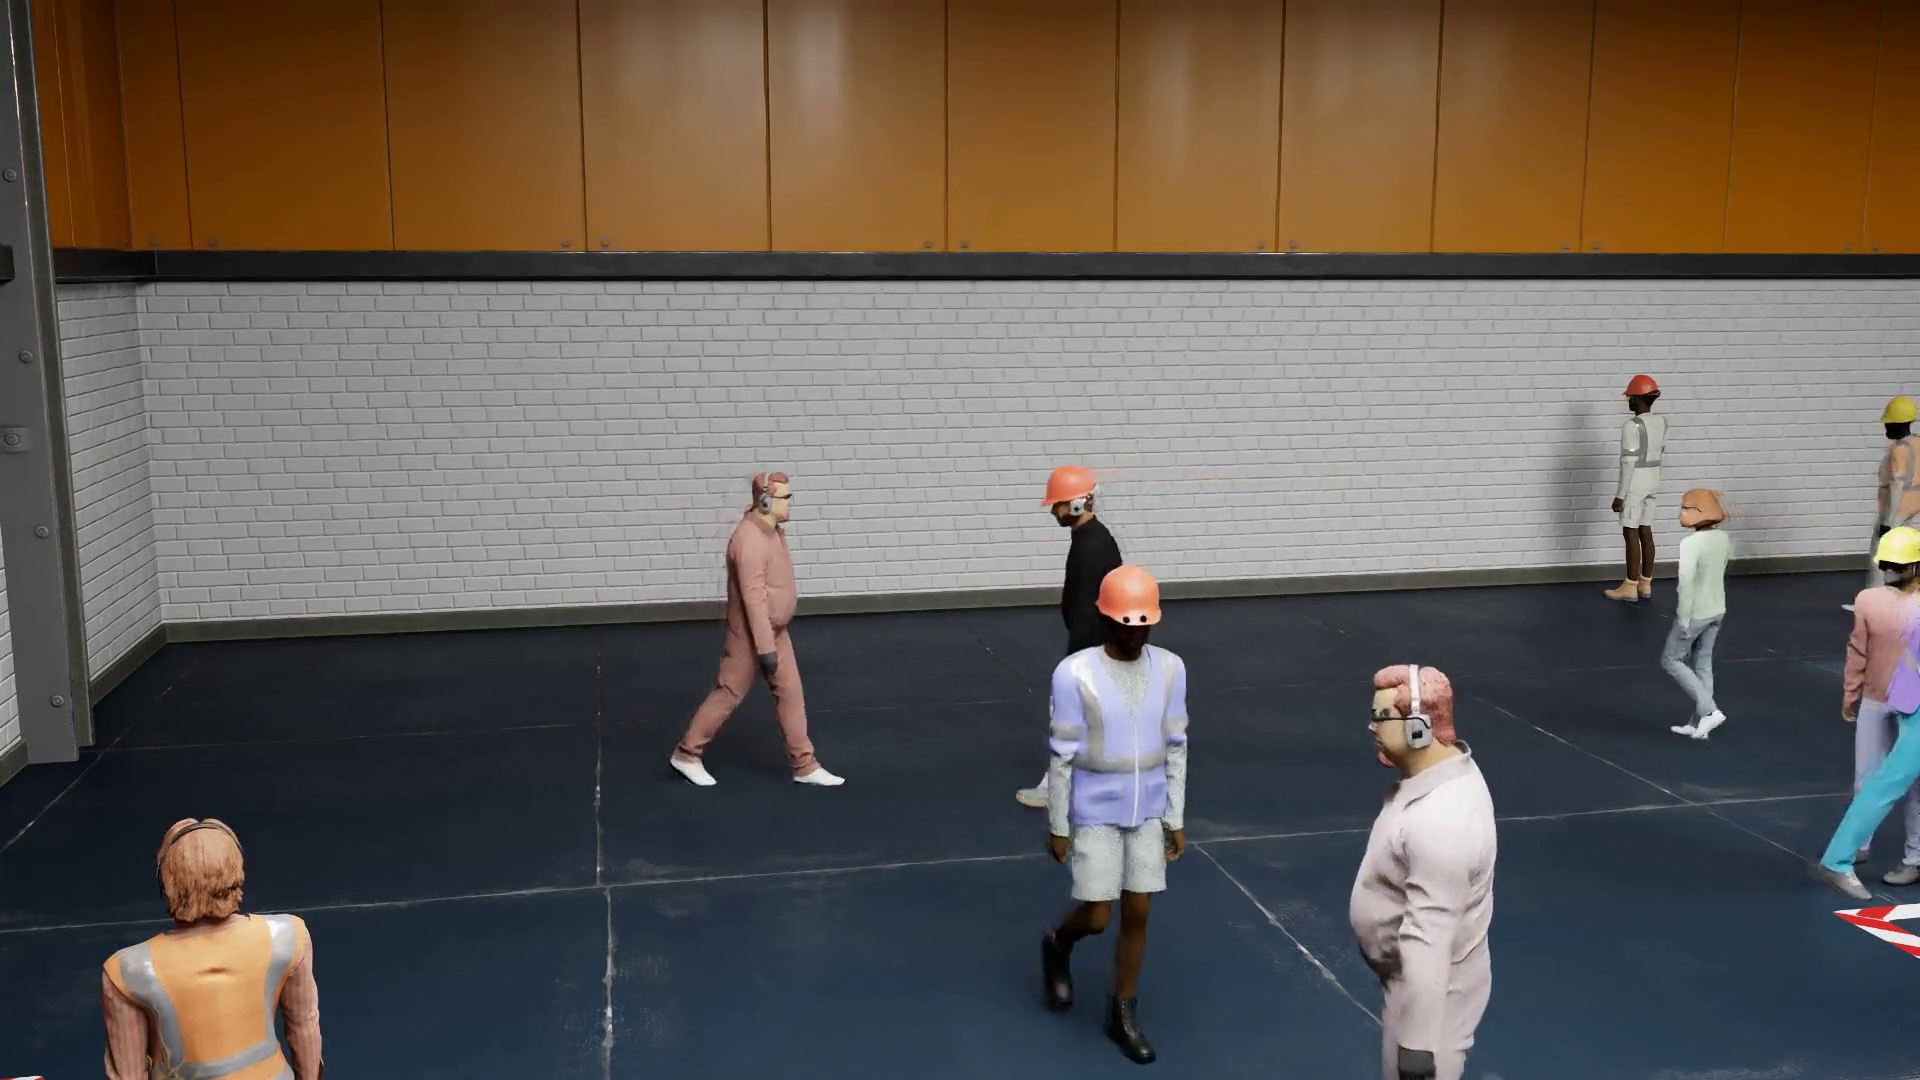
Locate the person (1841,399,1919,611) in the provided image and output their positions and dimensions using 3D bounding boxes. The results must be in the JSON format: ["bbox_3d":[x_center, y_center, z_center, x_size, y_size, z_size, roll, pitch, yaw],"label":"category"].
[{"bbox_3d":[8.003,-0.268,14.329,0.633,1.889,0.639,9,13,44],"label":"person"}]

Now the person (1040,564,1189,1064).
[{"bbox_3d":[0.583,1.016,6.389,0.545,1.917,0.580,-3,10,-20],"label":"person"}]

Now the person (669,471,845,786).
[{"bbox_3d":[-1.216,0.525,9.585,1.010,1.862,0.645,2,9,9],"label":"person"}]

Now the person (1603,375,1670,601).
[{"bbox_3d":[6.104,-0.467,15.018,0.608,2.044,0.370,-7,12,-38],"label":"person"}]

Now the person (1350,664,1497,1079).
[{"bbox_3d":[1.314,1.290,4.777,0.397,1.896,0.655,2,10,14],"label":"person"}]

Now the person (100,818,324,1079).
[{"bbox_3d":[-1.870,1.506,4.219,0.516,1.641,0.308,-7,12,-37],"label":"person"}]

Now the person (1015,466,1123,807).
[{"bbox_3d":[0.622,0.571,8.991,0.823,1.942,0.641,0,9,-2],"label":"person"}]

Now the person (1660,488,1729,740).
[{"bbox_3d":[4.688,0.483,10.533,0.508,1.622,0.383,-6,11,-34],"label":"person"}]

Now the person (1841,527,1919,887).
[{"bbox_3d":[4.579,0.802,8.158,0.353,1.756,0.531,-6,11,-32],"label":"person"}]

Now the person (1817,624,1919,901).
[{"bbox_3d":[4.659,0.843,7.863,1.028,1.769,0.643,4,10,23],"label":"person"}]
